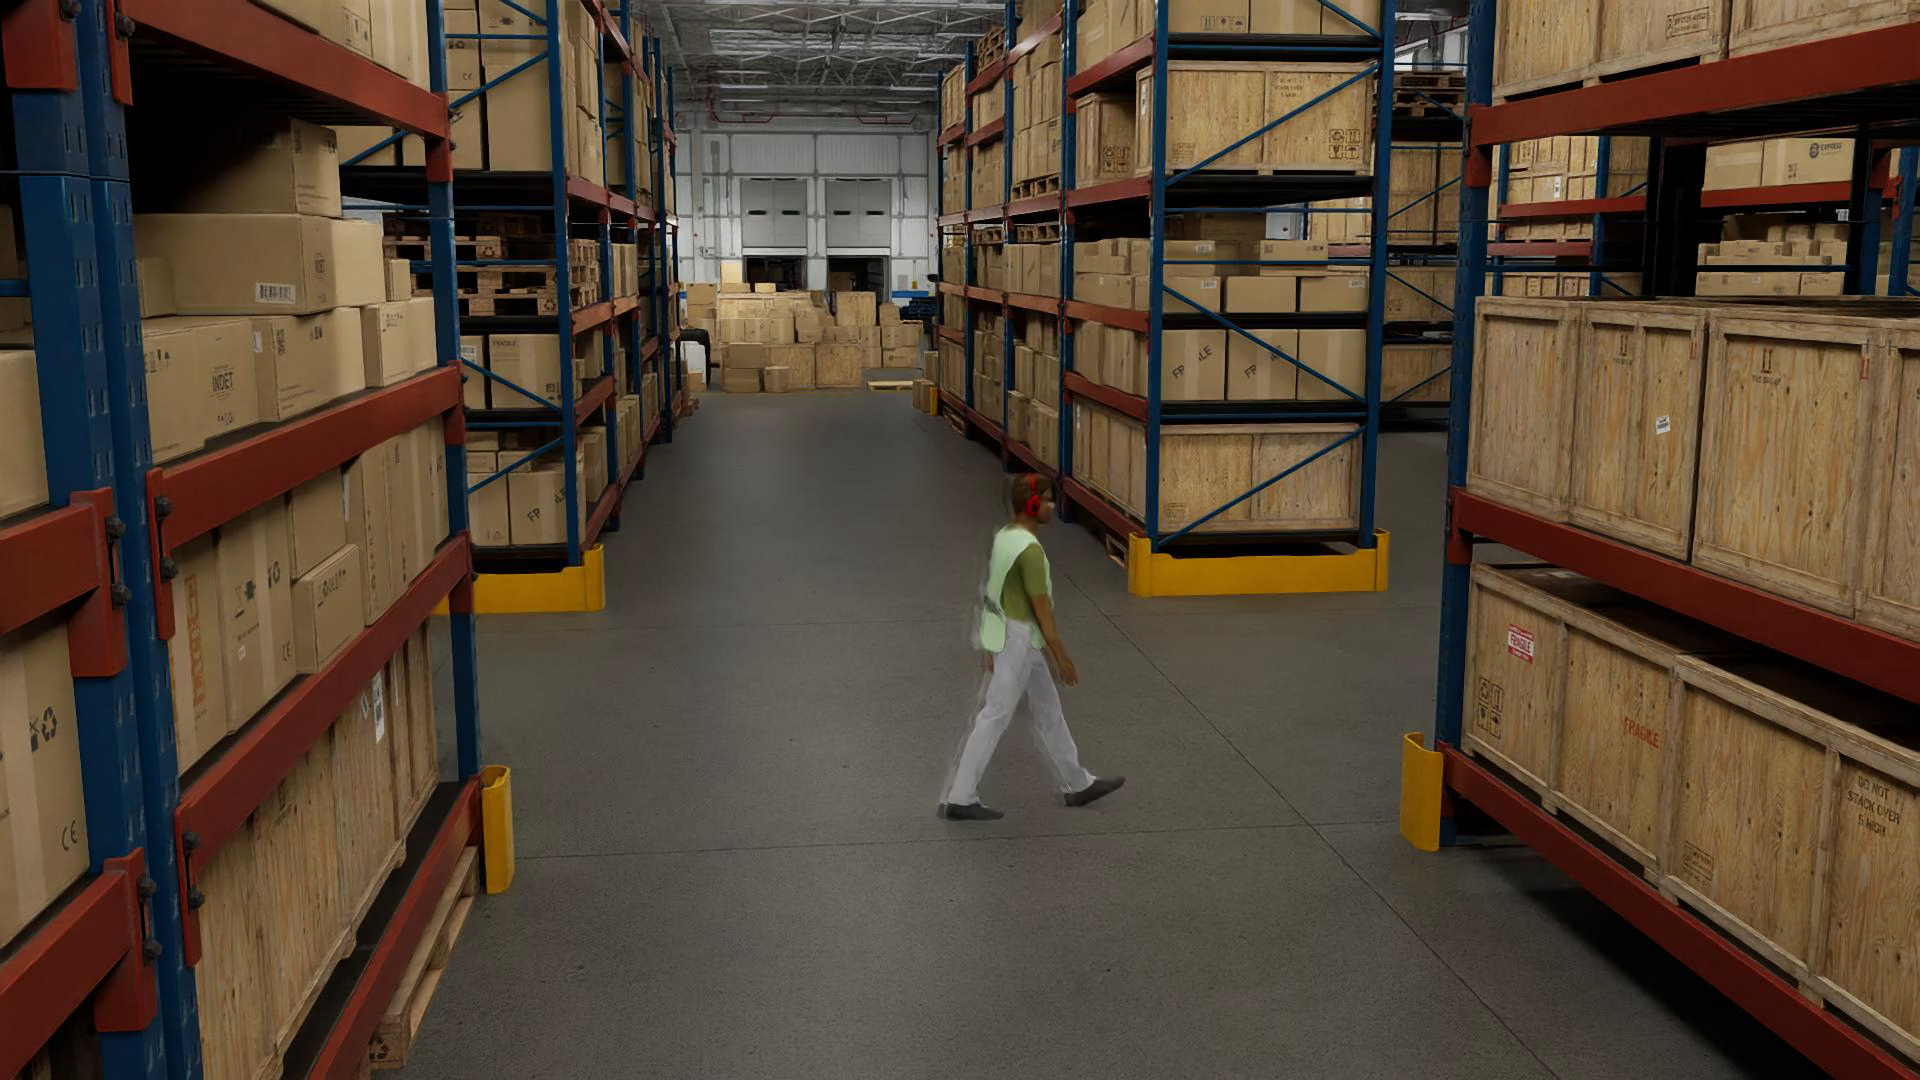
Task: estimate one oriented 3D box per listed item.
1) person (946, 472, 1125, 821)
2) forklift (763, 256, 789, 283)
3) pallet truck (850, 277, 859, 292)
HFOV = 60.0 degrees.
[{"bbox_3d":[0.371,0.552,8.514,0.976,1.794,0.572,-1,10,-4],"label":"person"},{"bbox_3d":[-6.697,-8.975,60.817,1.129,2.768,1.873,-7,12,-34],"label":"forklift"},{"bbox_3d":[-3.782,-9.391,65.808,1.885,1.965,0.823,2,10,10],"label":"pallet truck"}]
